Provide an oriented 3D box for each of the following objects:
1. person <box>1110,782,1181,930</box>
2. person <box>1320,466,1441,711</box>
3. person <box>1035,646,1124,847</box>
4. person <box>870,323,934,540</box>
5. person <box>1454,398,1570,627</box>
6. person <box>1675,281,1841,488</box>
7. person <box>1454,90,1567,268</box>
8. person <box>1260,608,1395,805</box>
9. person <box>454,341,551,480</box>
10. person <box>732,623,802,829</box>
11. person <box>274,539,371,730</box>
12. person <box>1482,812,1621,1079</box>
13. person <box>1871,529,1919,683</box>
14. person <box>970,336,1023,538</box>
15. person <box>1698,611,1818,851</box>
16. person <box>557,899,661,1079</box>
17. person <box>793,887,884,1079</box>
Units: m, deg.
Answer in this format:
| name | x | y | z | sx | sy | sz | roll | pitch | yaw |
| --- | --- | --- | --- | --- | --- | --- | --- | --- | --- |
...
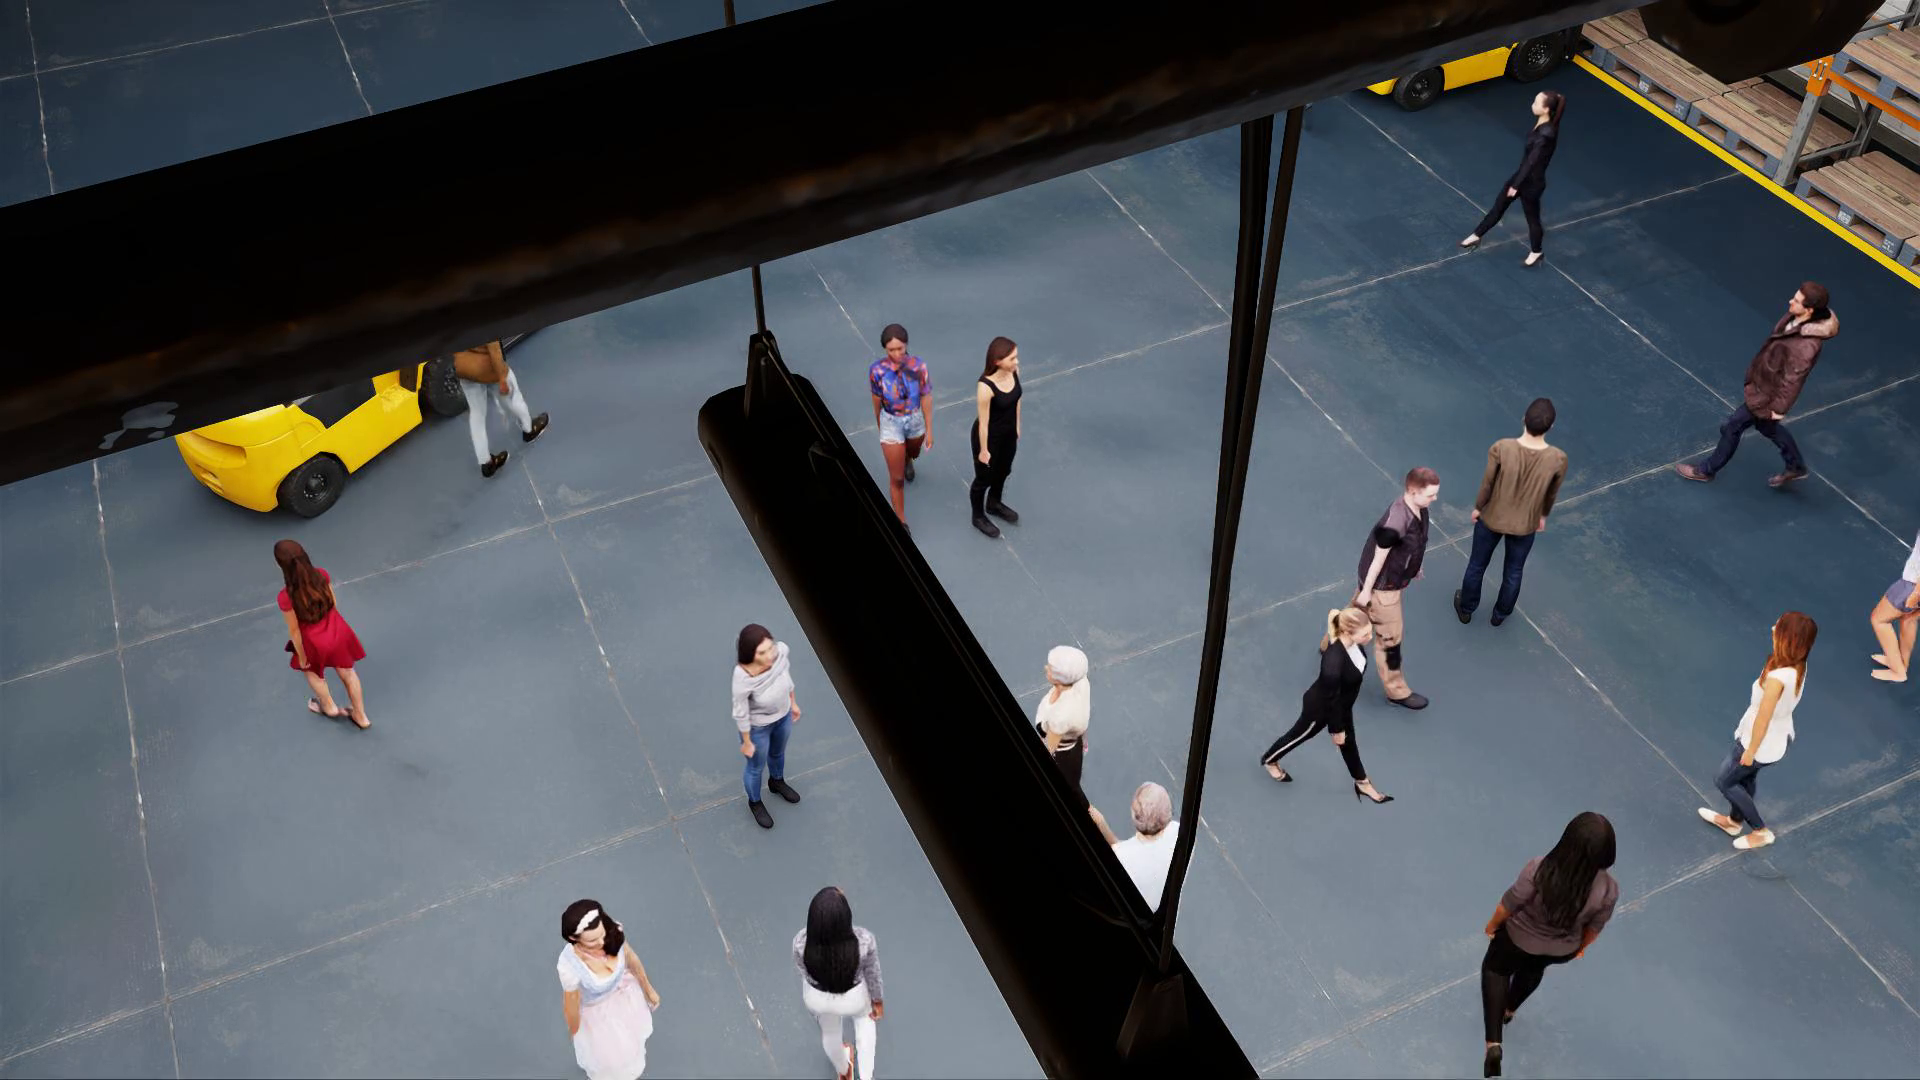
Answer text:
| name | x | y | z | sx | sy | sz | roll | pitch | yaw |
| --- | --- | --- | --- | --- | --- | --- | --- | --- | --- |
| person | 0.987 | 2.032 | 8.730 | 0.708 | 1.855 | 0.920 | -12 | 45 | -13 |
| person | 2.636 | 0.198 | 10.694 | 1.190 | 1.802 | 1.038 | 26 | 49 | 25 |
| person | 0.687 | 1.313 | 9.593 | 1.062 | 1.706 | 1.111 | 7 | 44 | 7 |
| person | -0.410 | -0.860 | 11.874 | 0.770 | 1.707 | 1.194 | -8 | 44 | -9 |
| person | 3.640 | -0.164 | 11.012 | 0.736 | 1.887 | 0.767 | 9 | 44 | 9 |
| person | 5.959 | -1.074 | 12.021 | 1.274 | 1.812 | 1.212 | 15 | 46 | 15 |
| person | 4.936 | -3.028 | 14.173 | 1.050 | 1.673 | 1.031 | 11 | 45 | 11 |
| person | 2.102 | 0.984 | 9.976 | 1.155 | 1.655 | 1.011 | 20 | 47 | 20 |
| person | -3.562 | -1.198 | 12.170 | 1.039 | 1.787 | 1.095 | 15 | 46 | 15 |
| person | -1.164 | 1.073 | 9.899 | 0.663 | 1.631 | 0.679 | 29 | 51 | 27 |
| person | -3.954 | 0.636 | 10.427 | 0.819 | 1.535 | 0.731 | 26 | 49 | 25 |
| person | 3.010 | 2.151 | 8.637 | 1.007 | 1.810 | 1.096 | 6 | 44 | 6 |
| person | 6.255 | 0.300 | 10.733 | 0.636 | 1.600 | 0.705 | -31 | 52 | -29 |
| person | 0.247 | -0.739 | 11.762 | 0.670 | 1.686 | 0.662 | 28 | 50 | 26 |
| person | 4.757 | 1.191 | 9.682 | 0.882 | 1.761 | 0.786 | 30 | 51 | 28 |
| person | -1.876 | 2.341 | 8.444 | 0.959 | 1.802 | 0.889 | 19 | 47 | 19 |
| person | -0.623 | 2.389 | 8.458 | 0.741 | 1.714 | 0.844 | -1 | 44 | -1 |
